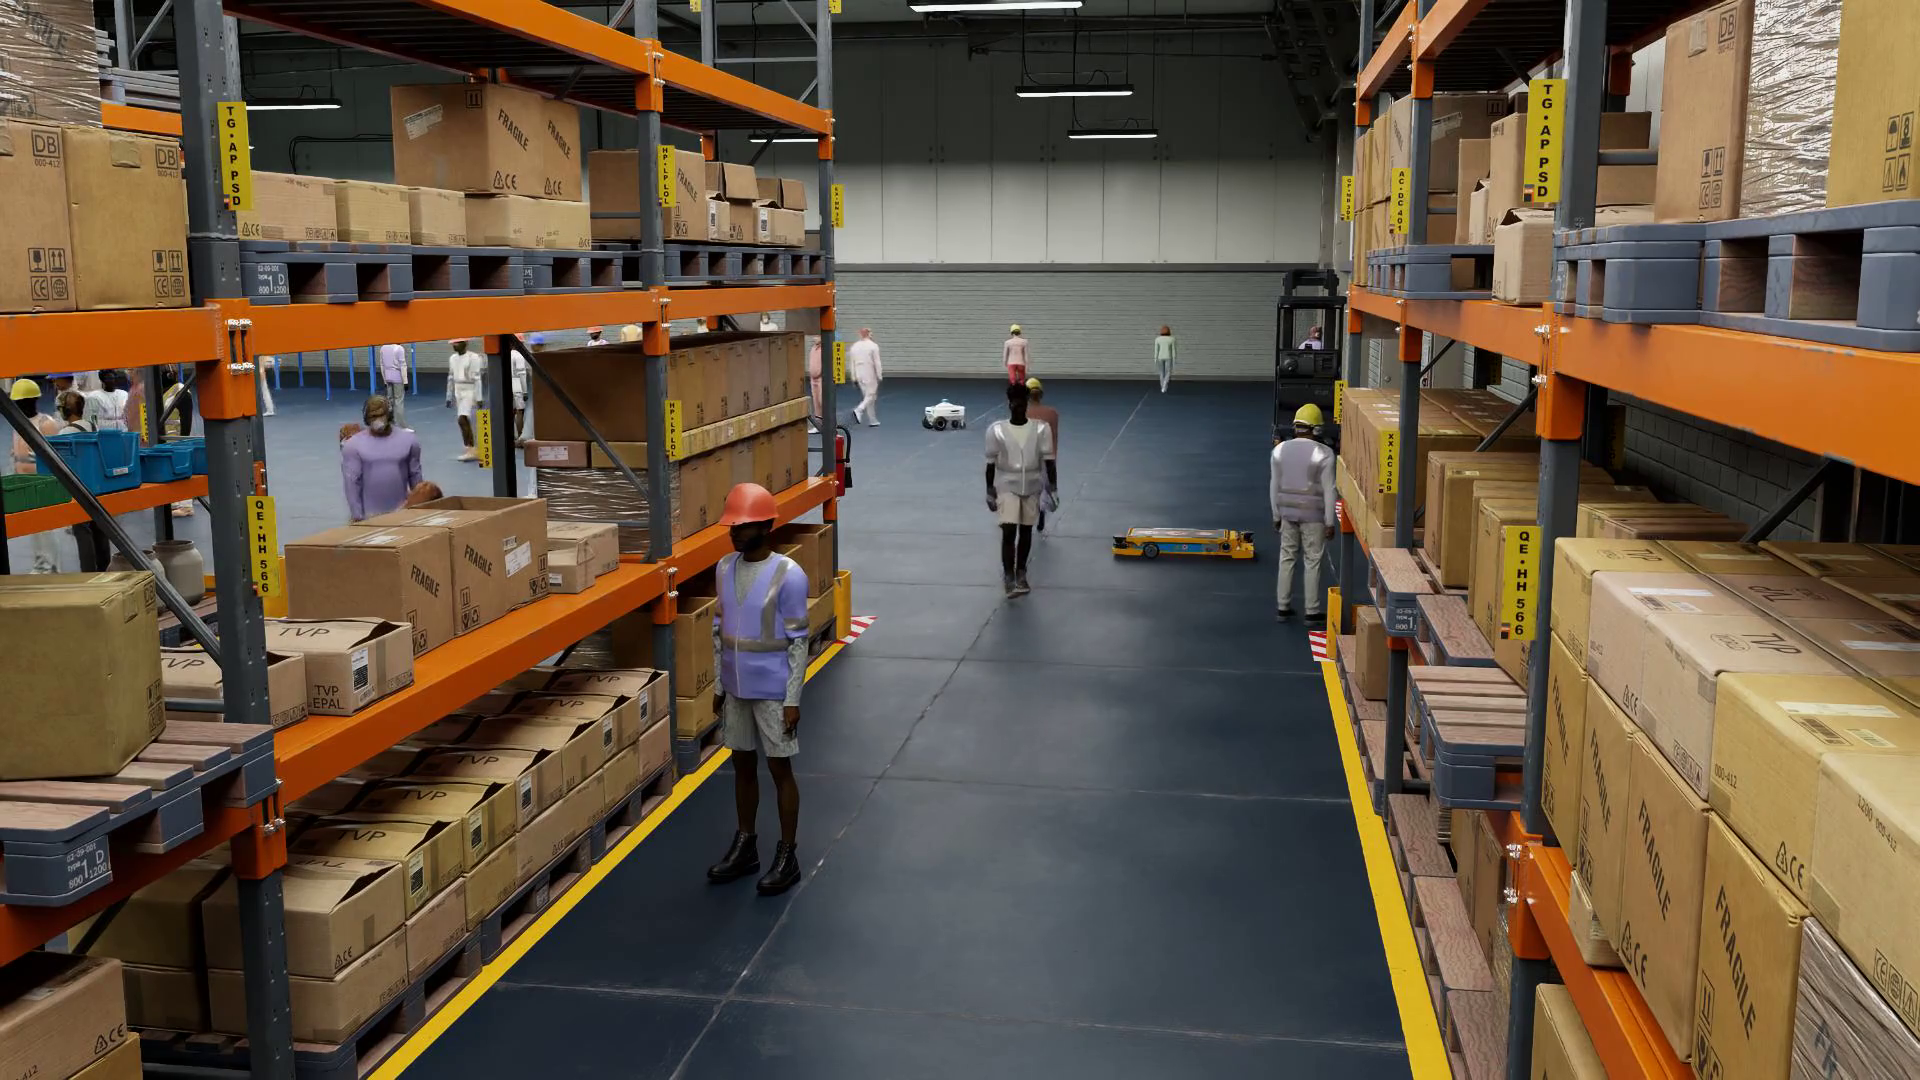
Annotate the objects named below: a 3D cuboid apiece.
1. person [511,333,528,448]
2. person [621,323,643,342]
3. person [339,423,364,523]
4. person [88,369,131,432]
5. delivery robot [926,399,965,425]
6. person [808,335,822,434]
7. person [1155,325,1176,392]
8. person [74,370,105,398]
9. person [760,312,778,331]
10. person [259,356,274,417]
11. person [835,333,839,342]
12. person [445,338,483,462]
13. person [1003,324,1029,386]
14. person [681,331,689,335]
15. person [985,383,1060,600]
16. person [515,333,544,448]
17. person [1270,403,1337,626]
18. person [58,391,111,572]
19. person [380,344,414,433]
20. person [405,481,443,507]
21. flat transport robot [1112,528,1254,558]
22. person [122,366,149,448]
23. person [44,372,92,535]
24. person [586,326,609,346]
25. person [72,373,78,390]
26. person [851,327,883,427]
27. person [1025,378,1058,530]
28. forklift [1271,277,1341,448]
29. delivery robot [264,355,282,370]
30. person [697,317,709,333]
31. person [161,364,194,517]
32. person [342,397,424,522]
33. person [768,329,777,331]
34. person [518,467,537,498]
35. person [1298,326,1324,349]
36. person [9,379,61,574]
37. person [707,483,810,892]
[{"bbox_3d":[-7.327,-2.496,27.548,0.543,1.933,0.364,8,12,41],"label":"person"},{"bbox_3d":[-7.930,-4.550,40.315,0.562,1.897,0.930,-2,9,-12],"label":"person"},{"bbox_3d":[-5.040,-0.210,14.425,0.632,1.606,0.514,4,10,21],"label":"person"},{"bbox_3d":[-10.872,-1.370,21.325,0.320,1.697,0.532,7,12,37],"label":"person"},{"bbox_3d":[-0.272,-2.365,30.814,0.707,0.478,0.477,-5,11,-29],"label":"delivery robot"},{"bbox_3d":[-2.490,-2.852,29.863,0.466,1.898,0.649,-7,12,-38],"label":"person"},{"bbox_3d":[4.903,-4.337,39.825,0.519,1.617,0.544,3,10,19],"label":"person"},{"bbox_3d":[-12.833,-1.980,24.547,0.326,1.874,0.519,4,10,23],"label":"person"},{"bbox_3d":[-4.805,-4.713,41.235,0.650,1.922,0.445,-3,10,-18],"label":"person"},{"bbox_3d":[-14.205,-3.275,33.367,0.819,1.604,0.521,-1,9,-4],"label":"person"},{"bbox_3d":[-3.333,-4.619,41.402,0.734,1.666,0.557,9,13,44],"label":"person"},{"bbox_3d":[-7.641,-2.190,25.382,0.631,2.017,0.697,6,11,35],"label":"person"},{"bbox_3d":[1.203,-3.818,36.221,0.554,1.747,0.593,-1,9,-4],"label":"person"},{"bbox_3d":[-6.043,-3.823,36.803,0.528,1.592,0.894,-1,9,-6],"label":"person"},{"bbox_3d":[0.562,-0.431,14.849,0.633,1.919,0.968,-2,9,-10],"label":"person"},{"bbox_3d":[-6.997,-2.467,27.509,0.611,1.891,0.977,9,13,43],"label":"person"},{"bbox_3d":[2.863,-0.216,13.796,0.599,1.828,0.404,8,12,42],"label":"person"},{"bbox_3d":[-7.966,-0.434,15.094,0.325,1.843,0.517,1,9,5],"label":"person"},{"bbox_3d":[-10.169,-2.888,29.973,0.586,1.928,0.369,5,11,29],"label":"person"},{"bbox_3d":[-3.333,0.419,10.603,0.503,1.598,0.740,4,10,22],"label":"person"},{"bbox_3d":[2.319,0.022,17.257,1.431,0.197,0.652,1,9,9],"label":"flat transport robot"},{"bbox_3d":[-10.050,-1.342,20.647,0.920,1.871,0.646,-4,10,-24],"label":"person"},{"bbox_3d":[-9.805,-1.006,18.361,0.639,1.927,0.438,8,12,42],"label":"person"},{"bbox_3d":[-6.938,-3.192,31.827,0.552,1.933,0.368,6,11,31],"label":"person"},{"bbox_3d":[-13.779,-2.147,25.841,0.979,1.803,0.613,-1,9,-5],"label":"person"},{"bbox_3d":[-1.801,-3.056,31.225,0.691,1.871,0.723,7,12,37],"label":"person"},{"bbox_3d":[0.828,-0.925,18.446,0.519,1.737,0.596,1,9,5],"label":"person"},{"bbox_3d":[5.847,-3.016,27.970,1.129,2.768,1.873,1,9,9],"label":"forklift"},{"bbox_3d":[-19.795,-5.084,47.585,0.707,0.478,0.477,1,9,9],"label":"delivery robot"},{"bbox_3d":[-6.094,-4.530,40.019,0.922,1.969,0.610,-4,10,-23],"label":"person"},{"bbox_3d":[-9.429,-1.208,19.880,0.622,1.844,0.429,6,11,34],"label":"person"},{"bbox_3d":[-4.738,-0.232,13.753,0.645,1.883,1.000,-5,10,-26],"label":"person"},{"bbox_3d":[-3.432,-2.999,30.912,0.572,1.843,0.371,5,10,27],"label":"person"},{"bbox_3d":[-5.216,-1.365,20.887,0.515,1.838,0.877,4,10,22],"label":"person"},{"bbox_3d":[6.524,-2.973,30.589,0.405,1.903,0.636,-7,12,-38],"label":"person"},{"bbox_3d":[-8.643,-0.541,15.522,0.591,1.925,0.398,6,11,33],"label":"person"},{"bbox_3d":[-0.968,0.691,7.870,0.546,1.938,0.361,6,11,32],"label":"person"}]
